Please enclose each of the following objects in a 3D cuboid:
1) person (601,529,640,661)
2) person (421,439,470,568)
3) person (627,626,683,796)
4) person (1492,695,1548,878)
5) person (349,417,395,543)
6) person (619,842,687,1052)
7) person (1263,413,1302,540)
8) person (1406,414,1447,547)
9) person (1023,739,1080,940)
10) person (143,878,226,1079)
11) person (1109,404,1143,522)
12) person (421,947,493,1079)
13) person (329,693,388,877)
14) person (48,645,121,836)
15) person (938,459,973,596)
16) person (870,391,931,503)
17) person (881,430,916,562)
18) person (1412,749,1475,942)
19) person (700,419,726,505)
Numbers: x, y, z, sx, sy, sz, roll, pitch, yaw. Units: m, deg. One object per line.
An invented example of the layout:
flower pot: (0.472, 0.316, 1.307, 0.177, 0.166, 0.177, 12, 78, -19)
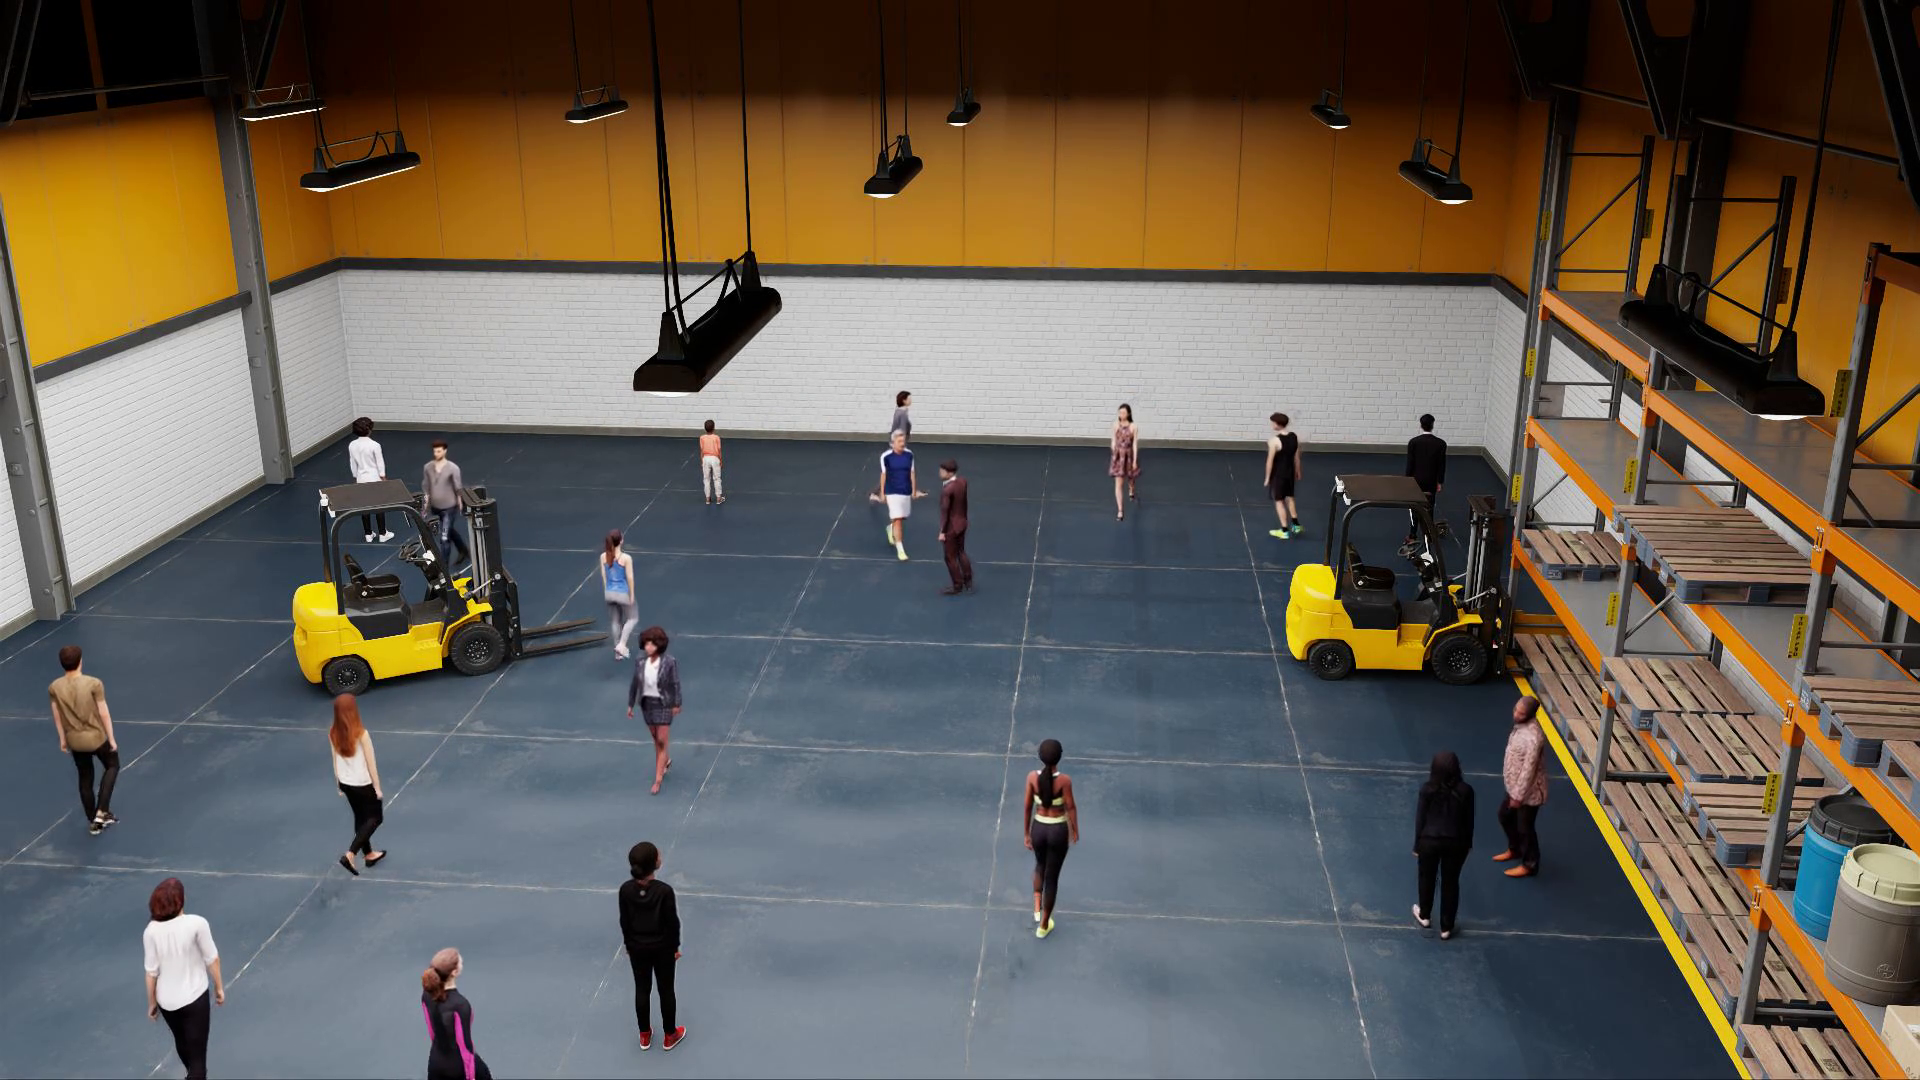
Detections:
person: (-4.000, 0.669, 19.370, 0.612, 1.600, 0.724, 4, 19, 13)
person: (-6.859, -0.446, 22.285, 0.881, 1.851, 1.310, 6, 20, 17)
person: (-2.966, 1.621, 16.436, 0.753, 1.668, 1.019, 5, 19, 16)
person: (5.024, 2.162, 14.662, 0.785, 1.775, 0.582, 5, 19, 15)
person: (-8.380, -0.862, 23.588, 0.616, 1.809, 0.545, 2, 19, 7)
person: (-2.282, 3.006, 12.313, 0.588, 1.675, 0.514, 2, 19, 7)
person: (4.603, -0.911, 23.667, 0.900, 1.852, 0.907, -7, 20, -19)
person: (6.535, -0.847, 23.435, 0.690, 1.878, 0.538, 2, 19, 7)
person: (0.715, 2.496, 13.725, 0.657, 1.739, 0.711, 8, 20, 22)
person: (-5.371, 3.247, 11.483, 0.787, 1.746, 1.045, -3, 19, -8)
person: (2.461, -1.169, 24.579, 0.777, 1.758, 0.996, 7, 20, 20)
person: (-3.349, 3.495, 10.809, 0.807, 1.707, 1.158, 7, 20, 20)
person: (-5.354, 2.188, 14.682, 0.744, 1.712, 0.941, 7, 20, 21)
person: (-8.109, 1.888, 15.374, 0.726, 1.839, 0.710, -1, 19, -3)
person: (-0.054, -0.175, 21.503, 0.960, 1.838, 0.721, 14, 23, 37)
person: (-1.024, -1.378, 25.271, 0.936, 1.713, 1.193, -5, 19, -15)
person: (-0.891, -0.663, 22.996, 1.009, 1.809, 1.231, -9, 21, -25)
person: (4.009, 2.541, 13.810, 0.666, 1.599, 0.695, 1, 19, 4)
person: (-3.797, -1.203, 25.382, 0.477, 1.310, 0.470, 2, 19, 7)
